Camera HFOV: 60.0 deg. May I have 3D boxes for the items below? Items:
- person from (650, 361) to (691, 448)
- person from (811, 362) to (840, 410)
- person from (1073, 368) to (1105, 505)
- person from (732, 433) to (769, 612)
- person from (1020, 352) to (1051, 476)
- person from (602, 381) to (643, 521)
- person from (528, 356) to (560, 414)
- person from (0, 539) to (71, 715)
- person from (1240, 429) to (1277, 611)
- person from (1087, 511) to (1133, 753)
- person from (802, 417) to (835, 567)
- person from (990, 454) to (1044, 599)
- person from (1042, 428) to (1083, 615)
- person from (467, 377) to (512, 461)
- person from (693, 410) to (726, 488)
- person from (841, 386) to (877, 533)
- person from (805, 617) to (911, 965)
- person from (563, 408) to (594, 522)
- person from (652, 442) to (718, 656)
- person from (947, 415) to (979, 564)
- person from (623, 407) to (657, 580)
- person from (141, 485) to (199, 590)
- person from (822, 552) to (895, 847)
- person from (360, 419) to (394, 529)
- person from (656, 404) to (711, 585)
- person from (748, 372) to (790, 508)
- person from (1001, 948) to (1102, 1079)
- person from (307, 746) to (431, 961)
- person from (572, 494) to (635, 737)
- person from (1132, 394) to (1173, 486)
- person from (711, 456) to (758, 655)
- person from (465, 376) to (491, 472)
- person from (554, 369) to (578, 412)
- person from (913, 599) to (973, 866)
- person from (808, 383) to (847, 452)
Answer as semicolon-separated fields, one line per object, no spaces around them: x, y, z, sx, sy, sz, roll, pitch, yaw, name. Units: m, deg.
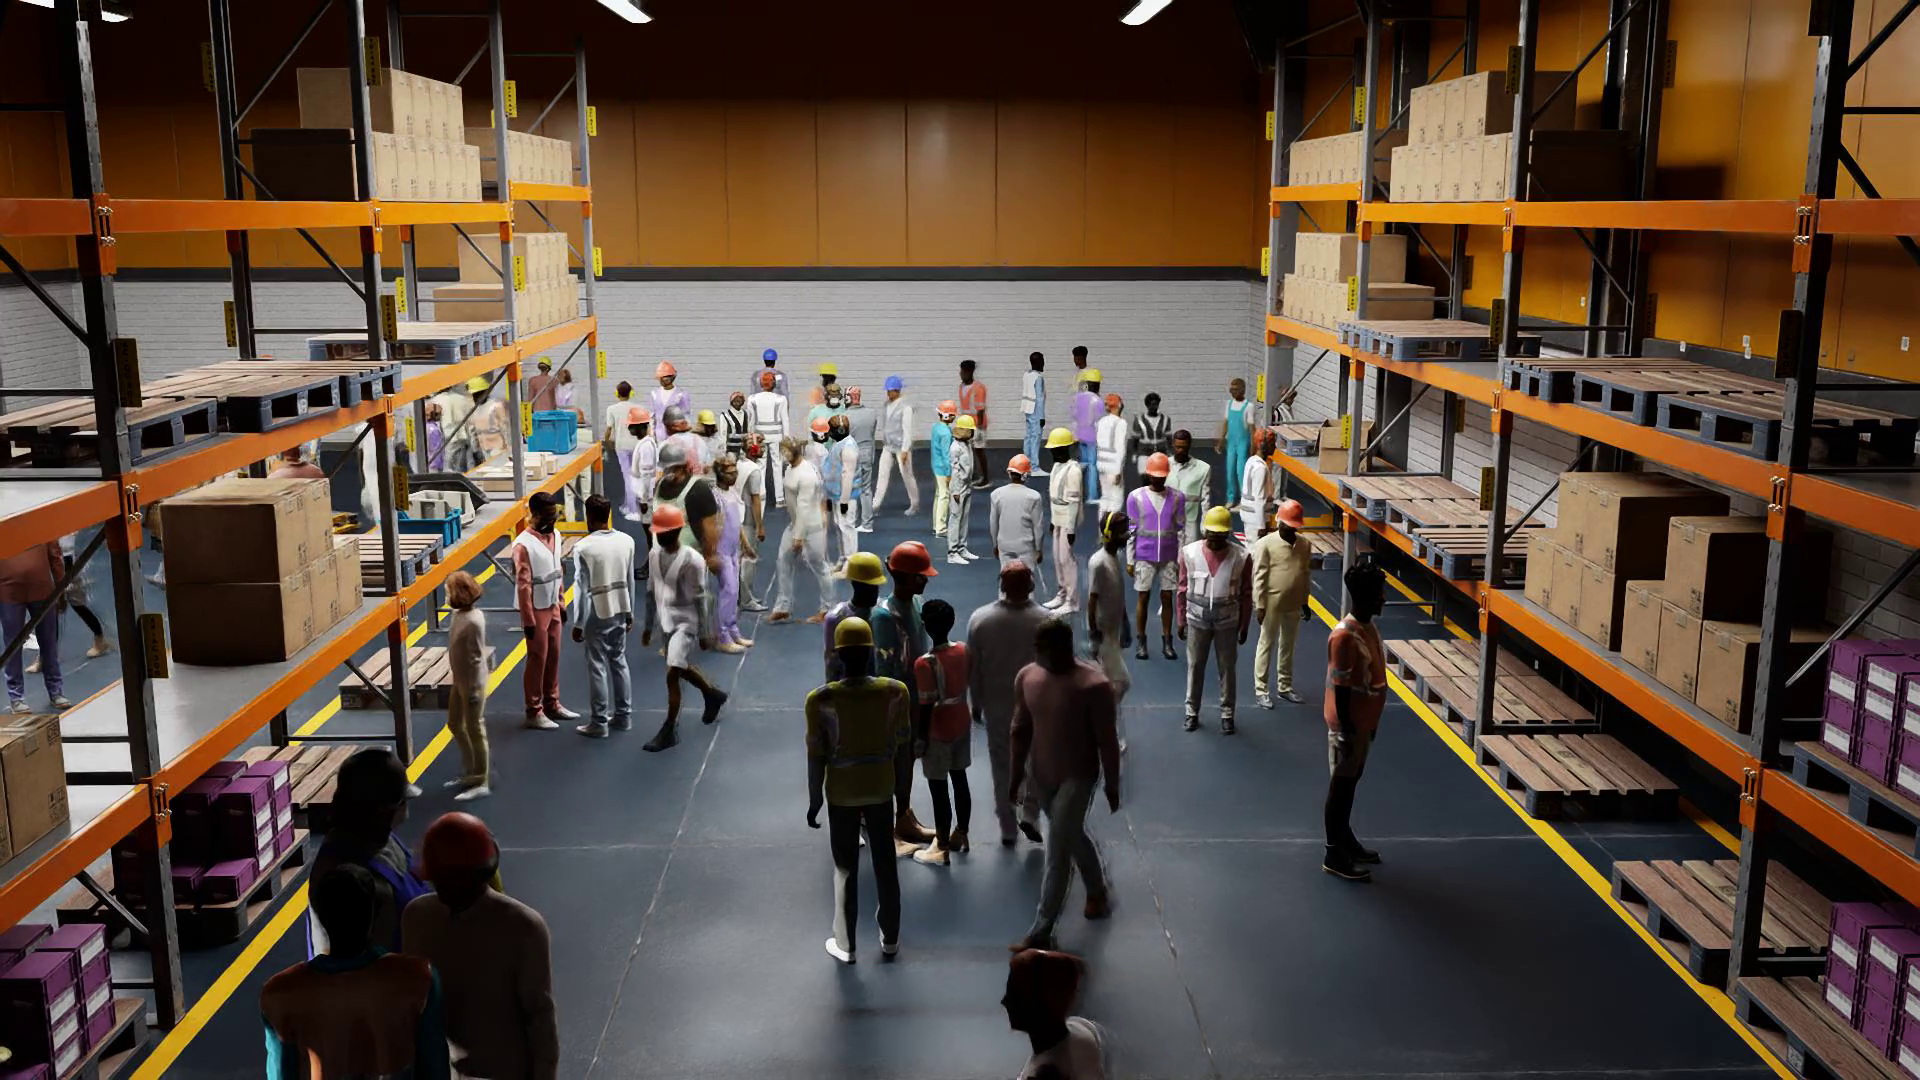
-3.976;-1.420;22.748;0.610;2.043;0.397;5;12;22;person
-1.942;-1.621;24.089;0.448;1.907;0.609;5;12;24;person
1.768;-1.424;23.094;0.546;1.913;0.598;-8;14;-36;person
-2.176;-0.186;17.093;0.397;1.836;0.562;-4;12;-20;person
1.148;-1.948;25.709;0.393;1.919;0.589;-5;12;-22;person
-4.497;-1.199;22.173;0.524;1.827;0.848;-8;14;-35;person
-6.667;-2.078;26.781;0.532;1.754;0.341;0;11;-1;person
-7.616;0.444;13.555;0.614;1.987;0.408;-10;15;-42;person
3.058;-0.211;17.114;0.346;1.878;0.577;0;11;2;person
1.186;0.697;12.593;0.493;1.857;0.552;5;12;24;person
-1.593;-0.537;19.044;0.337;1.749;0.574;-7;13;-31;person
0.567;0.038;16.160;0.564;1.752;0.337;6;13;29;person
1.048;-0.195;16.929;0.405;1.914;0.600;-3;12;-13;person
-6.359;-1.250;22.335;0.607;1.868;0.848;6;13;28;person
-3.018;-0.691;19.875;0.489;1.739;0.333;-5;12;-25;person
-1.340;-0.998;21.010;0.636;1.899;0.401;-11;16;-44;person
-0.559;1.367;9.091;0.586;1.916;0.391;-4;12;-17;person
-4.817;-0.850;20.944;0.517;1.622;0.284;-6;13;-26;person
-2.523;0.047;15.396;0.703;2.000;0.734;8;14;33;person
0.045;-0.591;19.375;0.320;1.737;0.483;5;12;22;person
-3.528;-0.520;18.518;0.386;1.930;0.545;-2;12;-12;person
-8.412;-0.296;17.724;0.958;1.791;0.589;3;12;12;person
-0.621;1.018;10.817;0.373;1.924;0.594;10;15;40;person
-7.137;-0.745;20.407;0.526;1.619;0.407;5;12;25;person
-2.997;-0.477;18.025;0.642;2.000;0.694;8;14;34;person
-2.635;-1.381;22.952;0.586;1.882;0.340;2;11;8;person
0.263;2.166;5.284;0.903;1.845;0.594;4;12;18;person
-2.299;1.790;6.654;0.535;2.000;0.683;-2;12;-12;person
-2.778;0.589;13.030;0.409;1.907;0.598;7;13;33;person
2.586;-1.125;22.223;0.547;1.646;0.840;-2;12;-12;person
-2.147;0.130;15.498;0.413;1.840;0.524;3;12;13;person
-6.876;-1.467;23.678;0.526;1.769;0.328;-1;11;-6;person
-6.153;-1.886;26.152;0.513;1.625;0.395;8;14;34;person
-0.111;1.200;10.471;0.322;1.699;0.535;8;14;34;person
-1.609;-1.041;21.143;0.631;1.932;0.372;-2;11;-11;person
